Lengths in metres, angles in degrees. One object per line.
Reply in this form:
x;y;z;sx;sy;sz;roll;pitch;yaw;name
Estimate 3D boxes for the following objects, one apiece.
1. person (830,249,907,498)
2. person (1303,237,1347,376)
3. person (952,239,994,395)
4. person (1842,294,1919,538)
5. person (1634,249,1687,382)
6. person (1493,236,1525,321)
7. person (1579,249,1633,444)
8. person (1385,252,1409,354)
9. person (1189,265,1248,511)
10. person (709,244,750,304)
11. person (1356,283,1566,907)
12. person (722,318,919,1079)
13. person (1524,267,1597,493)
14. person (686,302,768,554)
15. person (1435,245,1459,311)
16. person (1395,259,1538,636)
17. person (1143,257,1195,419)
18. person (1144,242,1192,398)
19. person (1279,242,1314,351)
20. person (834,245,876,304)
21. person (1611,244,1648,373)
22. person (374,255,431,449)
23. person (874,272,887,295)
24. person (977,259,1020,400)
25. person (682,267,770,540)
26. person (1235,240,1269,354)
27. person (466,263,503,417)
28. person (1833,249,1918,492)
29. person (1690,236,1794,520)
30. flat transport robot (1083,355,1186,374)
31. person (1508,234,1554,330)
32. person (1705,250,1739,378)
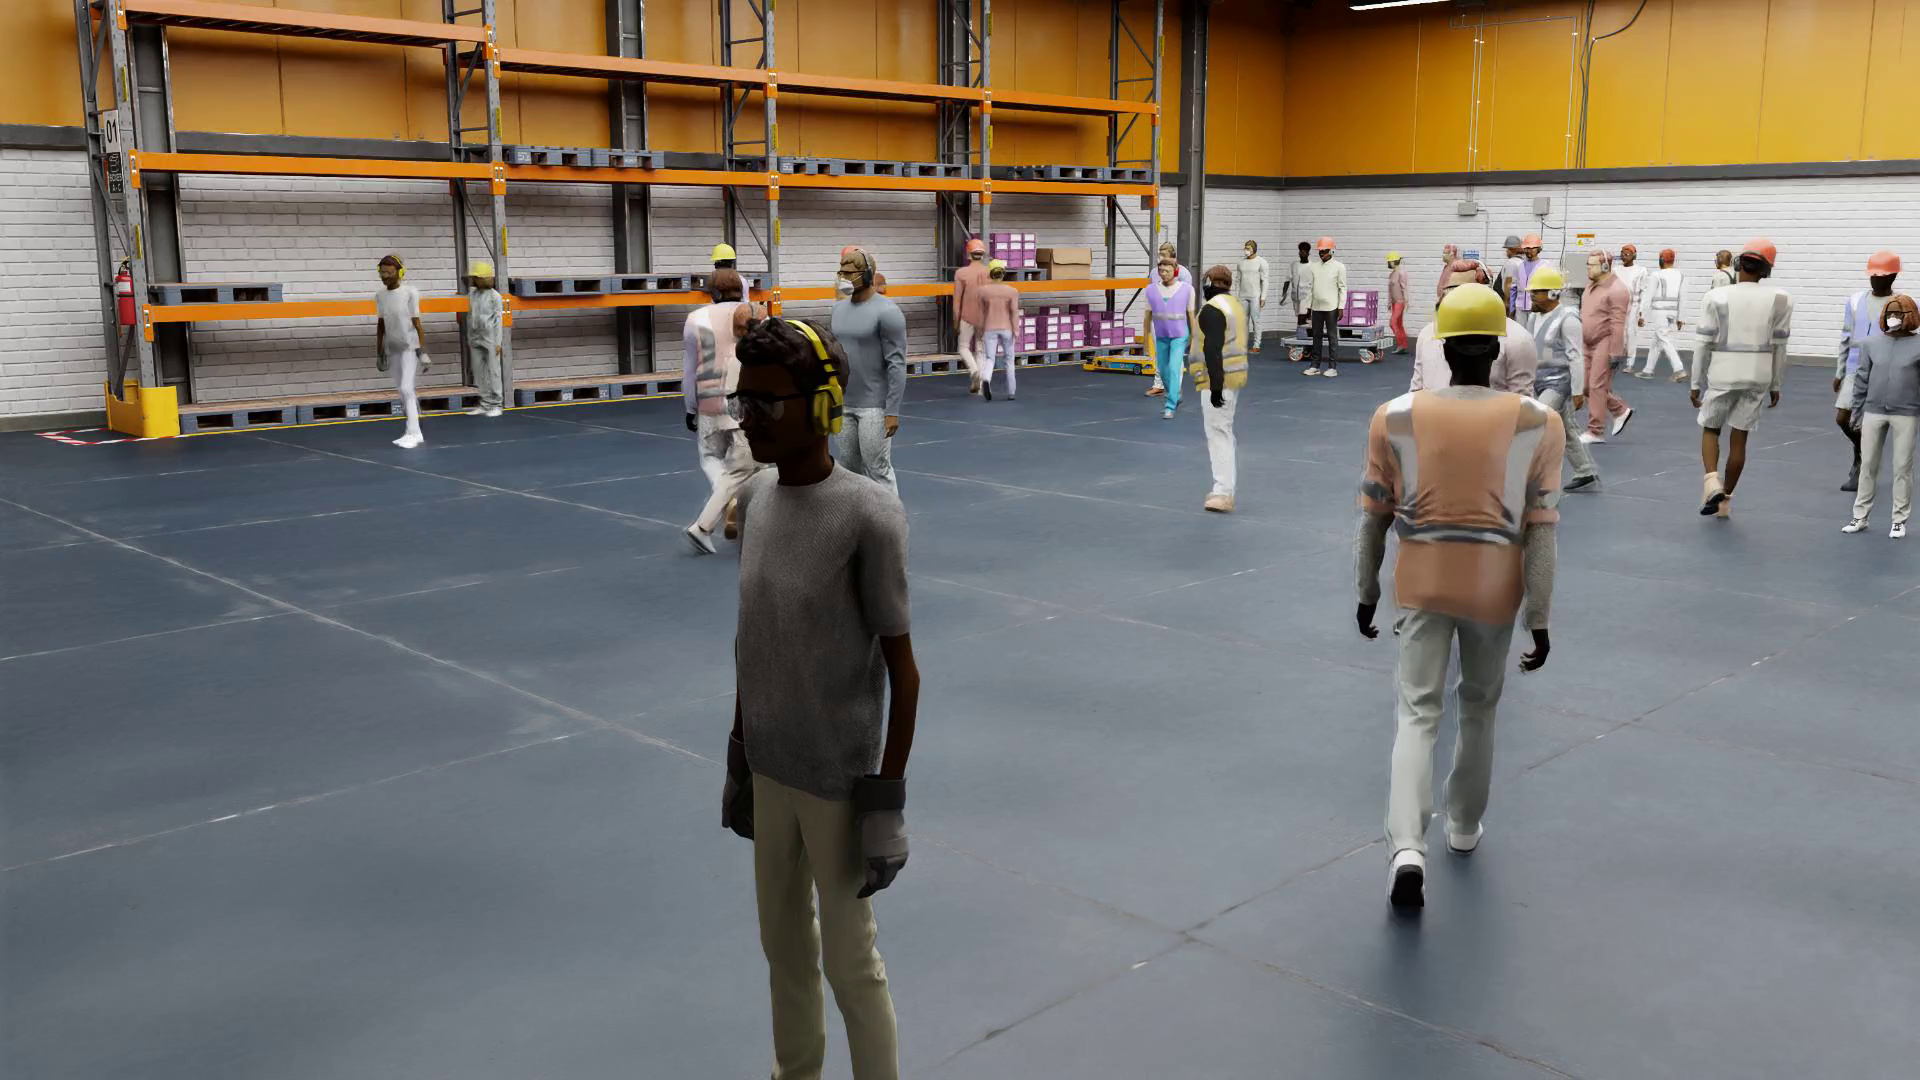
-0.598;-0.818;10.282;0.355;1.938;0.637;-10;14;-44;person
5.251;-3.353;23.956;0.395;1.990;0.625;-10;14;-44;person
0.215;-2.786;20.904;0.614;1.981;0.597;-4;11;-21;person
6.257;-0.830;11.181;0.265;1.632;0.508;-10;14;-44;person
9.844;-3.127;23.181;0.578;1.845;0.974;-5;11;-24;person
8.876;-3.865;26.621;0.694;2.000;0.703;7;12;32;person
6.291;-1.873;16.170;0.611;1.888;0.658;-2;11;-9;person
7.450;-4.024;28.294;0.499;1.733;0.543;-2;11;-8;person
1.903;-1.133;12.396;0.439;1.804;0.774;4;11;23;person
-2.540;-2.260;18.178;0.374;1.925;0.595;-10;14;-44;person
1.517;0.157;5.133;0.603;1.889;0.951;4;11;20;person
-0.308;0.488;3.358;0.312;1.865;0.537;-10;14;-44;person
4.620;-1.227;12.962;0.945;1.780;0.601;-1;10;-8;person
-1.427;-0.723;10.695;0.828;1.605;0.517;-8;13;-36;person
8.151;-3.928;27.436;0.867;1.875;0.638;2;11;10;person
2.475;-0.423;8.215;0.406;1.906;0.654;-10;14;-44;person
2.374;-2.264;18.585;0.587;1.802;0.776;5;12;27;person
2.591;-2.742;20.776;0.355;1.936;0.637;-10;14;-44;person
5.999;-4.258;29.158;0.613;1.913;1.050;8;13;39;person
-1.139;-2.387;18.919;0.570;1.909;0.762;4;11;22;person
9.832;-3.414;24.583;0.340;1.883;0.586;-10;14;-44;person
-5.330;-1.795;15.903;0.640;1.827;0.689;4;11;21;person
-1.019;-2.217;18.821;0.505;1.613;0.716;8;13;36;person
0.465;-2.545;20.230;0.538;1.738;0.658;1;10;6;person
-1.472;-0.859;10.820;0.636;1.818;0.597;-4;11;-21;person
4.962;-4.143;28.410;0.355;1.938;0.637;-10;14;-44;person
-5.342;-2.229;18.617;0.620;1.711;0.326;6;12;28;person
7.229;-1.332;13.161;0.551;1.915;0.575;-8;13;-38;person
5.506;-1.126;11.755;0.623;2.014;0.473;3;11;16;person
2.567;-2.594;24.516;0.652;0.197;1.431;-10;14;-44;flat transport robot
7.981;-3.262;23.331;0.387;2.039;0.616;-10;14;-44;person
10.727;-3.173;23.464;0.515;1.823;0.415;-6;12;-30;person
